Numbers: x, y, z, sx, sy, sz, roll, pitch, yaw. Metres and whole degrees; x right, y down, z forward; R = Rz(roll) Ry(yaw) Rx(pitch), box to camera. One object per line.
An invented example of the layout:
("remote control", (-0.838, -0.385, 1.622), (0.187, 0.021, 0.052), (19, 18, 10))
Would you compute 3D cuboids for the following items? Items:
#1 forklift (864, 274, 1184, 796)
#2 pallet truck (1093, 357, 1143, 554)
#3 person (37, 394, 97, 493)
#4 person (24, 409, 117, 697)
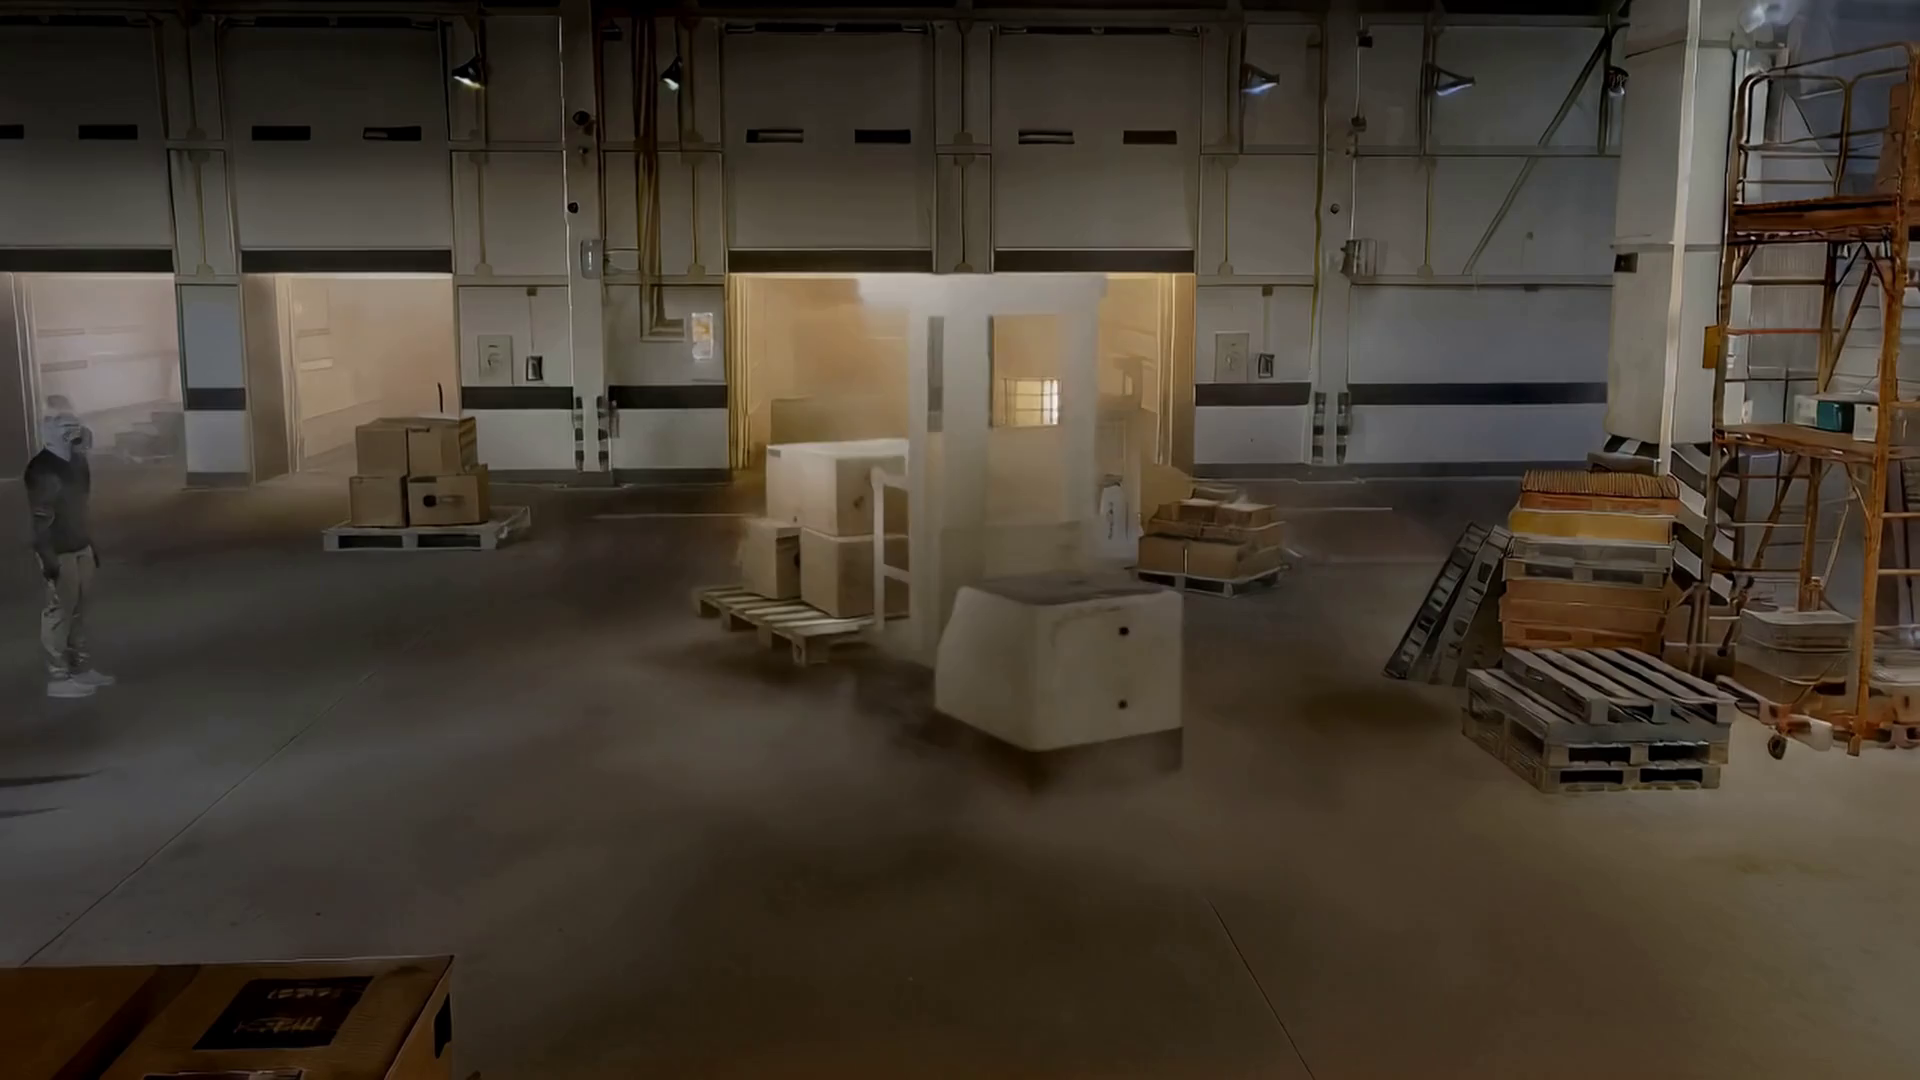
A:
("forklift", (0.359, -0.135, 9.597), (1.129, 2.768, 1.873), (-5, 10, -30))
("pallet truck", (2.088, -0.836, 16.757), (1.885, 1.965, 0.823), (2, 9, 13))
("person", (-8.665, -0.563, 16.057), (0.720, 1.669, 0.549), (3, 9, 16))
("person", (-6.008, 0.088, 11.170), (0.367, 1.935, 0.628), (-1, 9, -3))
